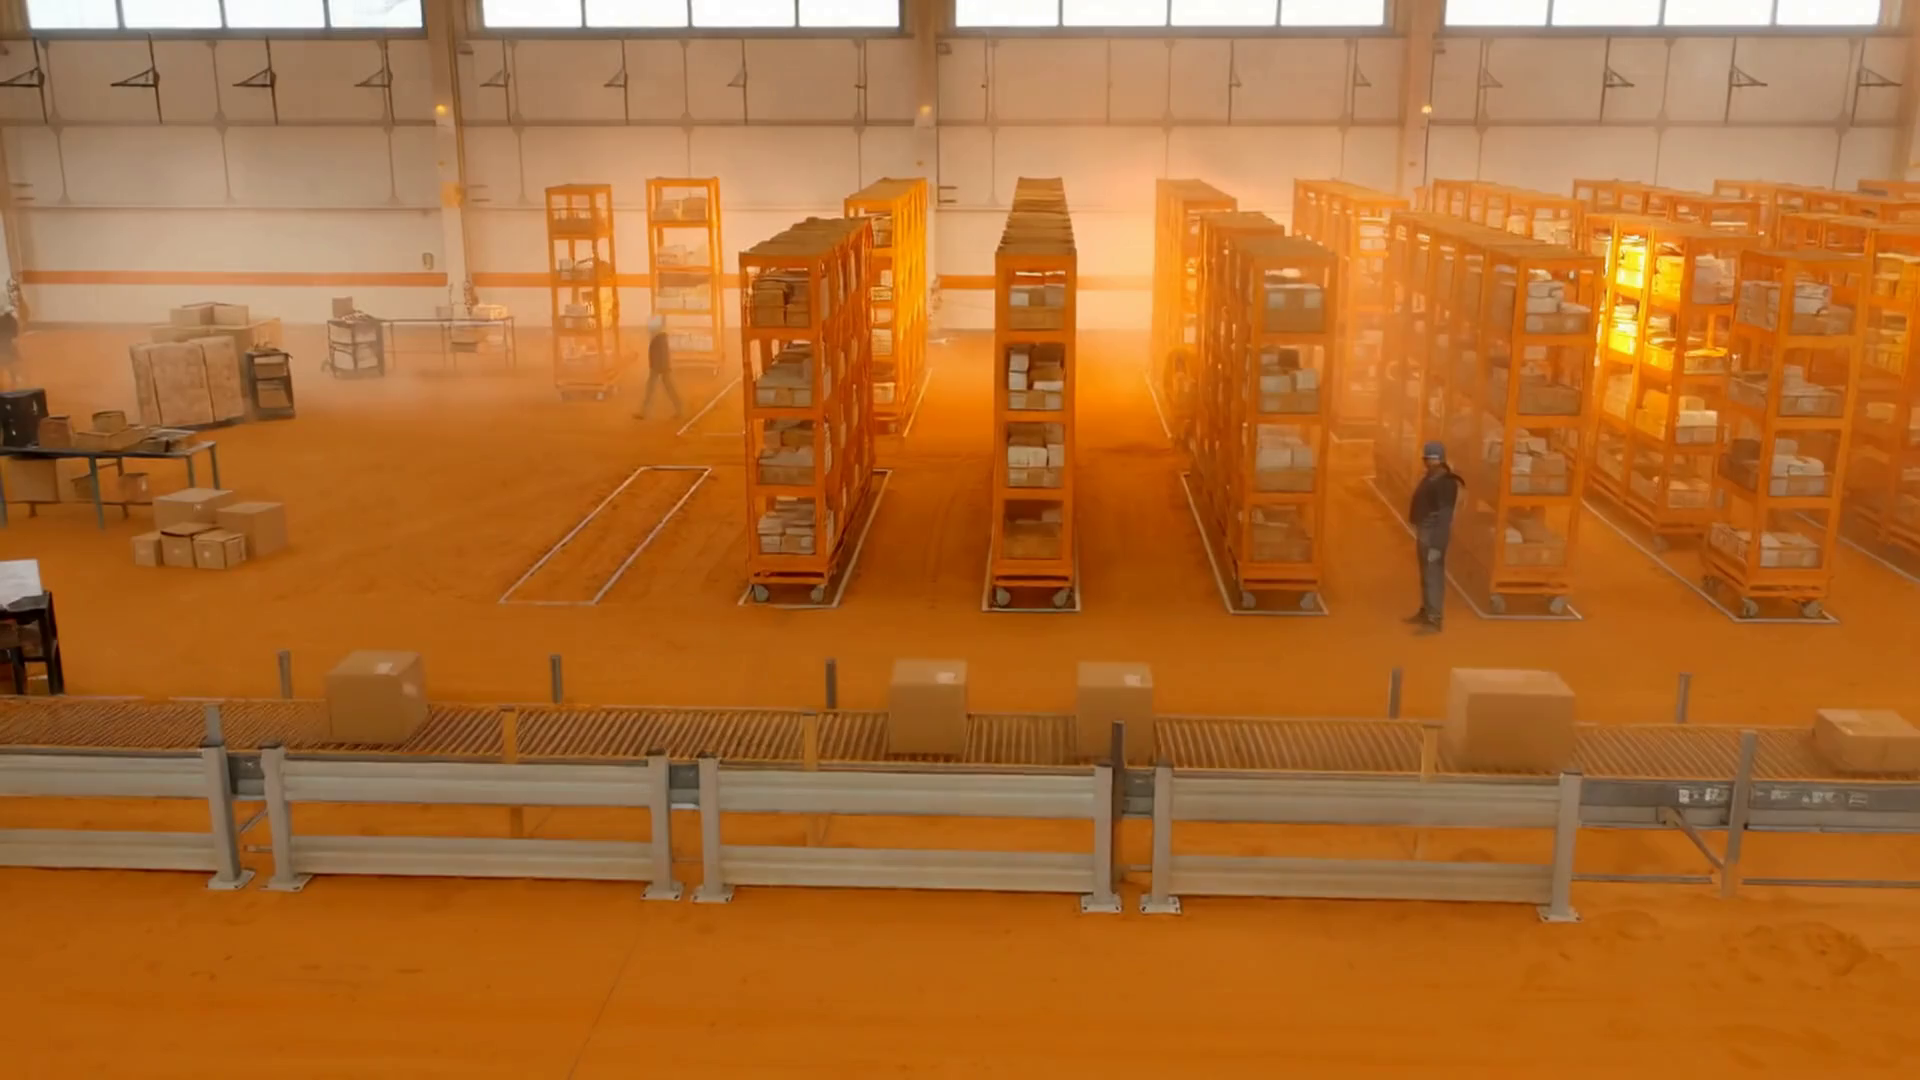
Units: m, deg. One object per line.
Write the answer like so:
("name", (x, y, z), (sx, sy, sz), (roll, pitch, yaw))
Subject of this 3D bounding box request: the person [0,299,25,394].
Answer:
("person", (-15.512, -2.979, 26.995), (0.409, 1.904, 0.640), (1, 15, 3))

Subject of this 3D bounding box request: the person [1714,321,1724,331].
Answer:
("person", (15.471, -4.694, 33.506), (0.425, 1.821, 0.617), (-3, 15, -10))

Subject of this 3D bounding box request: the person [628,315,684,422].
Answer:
("person", (-4.811, -2.711, 26.373), (0.907, 1.696, 0.584), (-9, 18, -31))

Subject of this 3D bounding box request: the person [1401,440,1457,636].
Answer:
("person", (4.526, -0.028, 16.031), (0.409, 1.909, 0.640), (1, 15, 3))

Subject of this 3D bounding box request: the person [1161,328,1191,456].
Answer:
("person", (3.125, -2.132, 23.968), (0.390, 1.839, 0.564), (1, 15, 3))
